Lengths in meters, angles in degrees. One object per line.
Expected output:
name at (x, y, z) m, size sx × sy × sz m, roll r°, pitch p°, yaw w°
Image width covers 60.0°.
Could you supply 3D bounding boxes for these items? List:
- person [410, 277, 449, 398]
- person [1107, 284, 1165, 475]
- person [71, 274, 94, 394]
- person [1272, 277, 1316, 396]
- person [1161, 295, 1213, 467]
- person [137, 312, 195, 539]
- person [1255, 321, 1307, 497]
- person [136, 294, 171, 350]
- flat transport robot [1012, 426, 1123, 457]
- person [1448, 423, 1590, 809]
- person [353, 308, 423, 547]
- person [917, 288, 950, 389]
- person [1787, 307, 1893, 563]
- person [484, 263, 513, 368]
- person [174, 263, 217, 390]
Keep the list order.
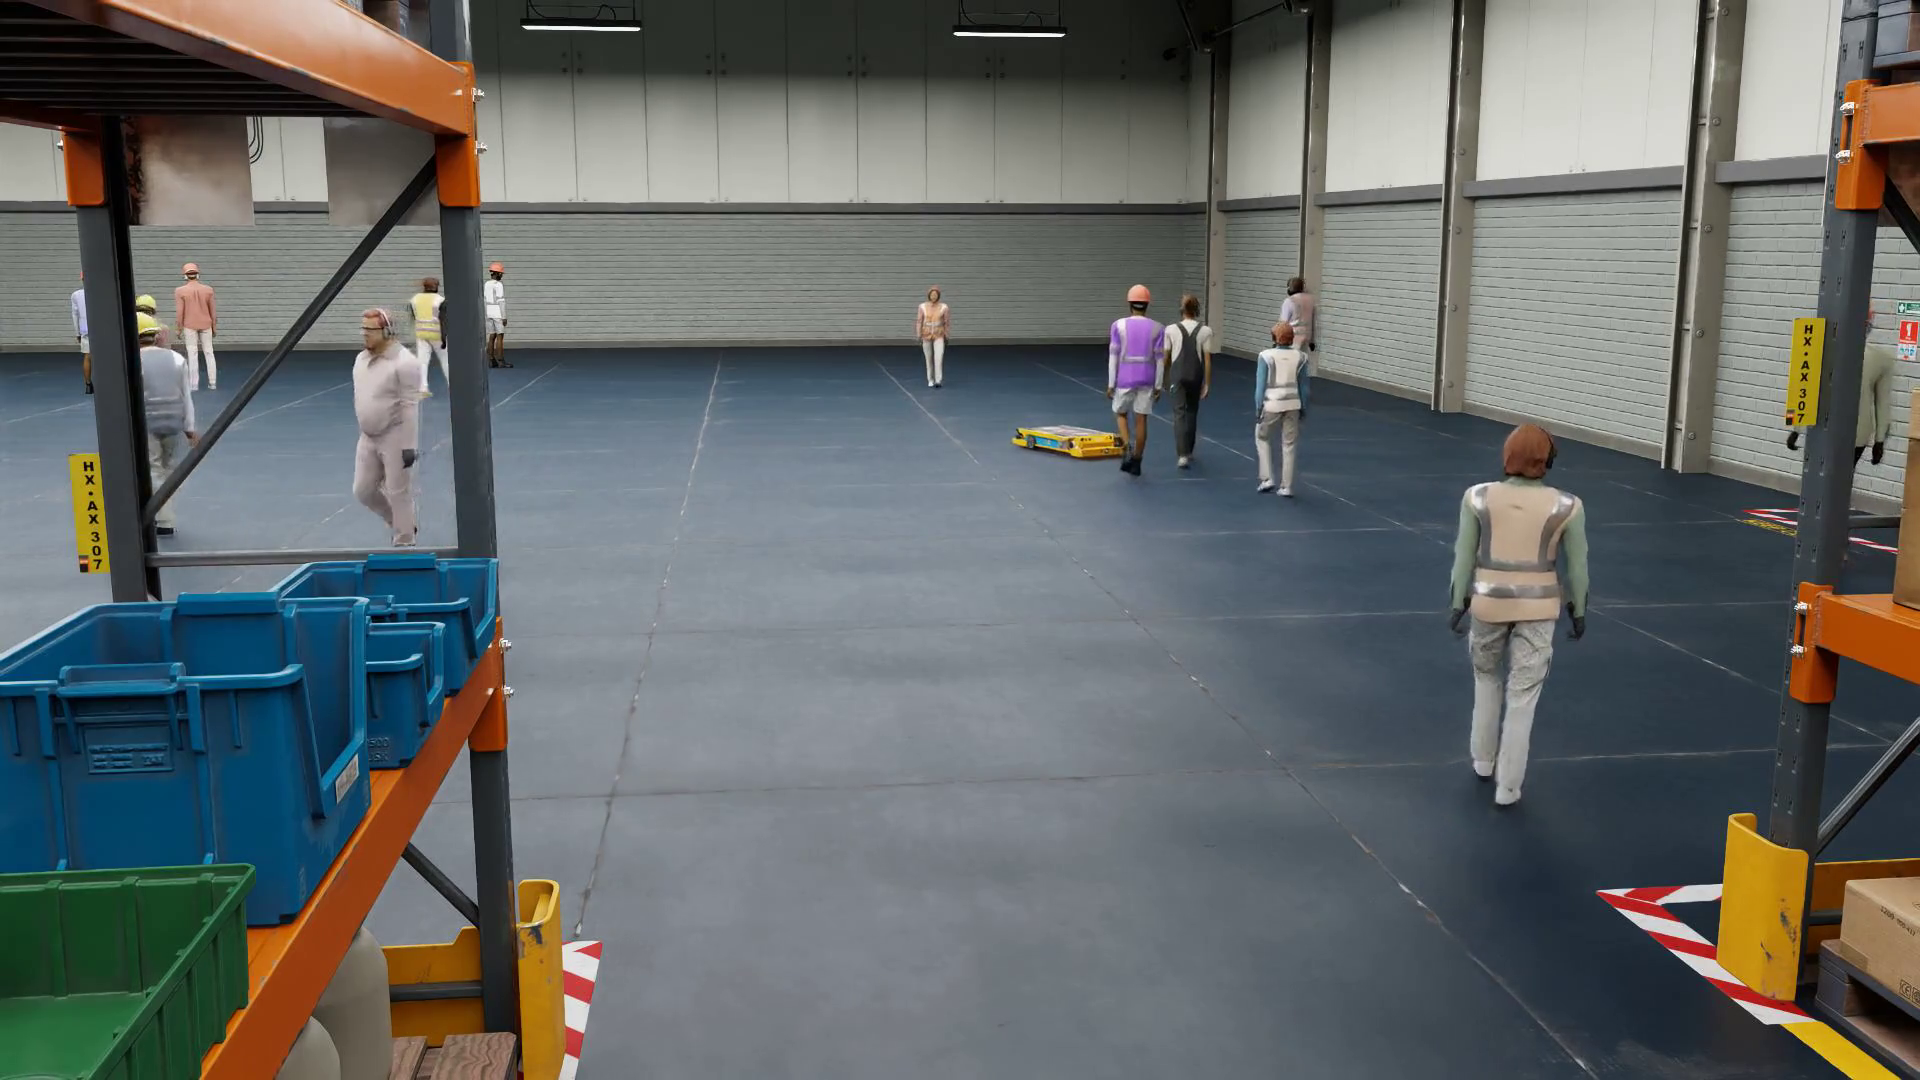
person at (-7.922, -3.066, 25.148) m, size 0.628 × 1.803 × 0.920 m, roll 2°, pitch 11°, yaw 12°
person at (1.775, -1.612, 16.827) m, size 0.578 × 1.922 × 0.405 m, roll 0°, pitch 10°, yaw -1°
person at (-13.285, -3.204, 25.518) m, size 0.552 × 1.935 × 0.360 m, roll 0°, pitch 10°, yaw 2°
person at (4.839, -2.873, 24.015) m, size 0.654 × 1.823 × 0.450 m, roll -10°, pitch 14°, yaw -43°
person at (2.383, -1.676, 17.546) m, size 0.533 × 1.799 × 0.962 m, roll 1°, pitch 10°, yaw 3°
person at (-6.557, -0.923, 13.385) m, size 0.785 × 1.800 × 0.623 m, roll 7°, pitch 13°, yaw 35°
person at (2.965, -1.215, 15.454) m, size 0.549 × 1.622 × 0.493 m, roll -2°, pitch 11°, yaw -13°
person at (-9.457, -1.984, 19.364) m, size 0.533 × 1.738 × 0.741 m, roll -3°, pitch 11°, yaw -17°
flat transport robot at (1.239, -1.124, 18.689) m, size 0.652 × 0.197 × 1.431 m, roll -6°, pitch 12°, yaw -29°
person at (2.406, 0.306, 7.136) m, size 0.552 × 1.613 × 0.665 m, roll 5°, pitch 12°, yaw 26°
person at (-4.148, -0.727, 12.061) m, size 0.644 × 1.896 × 0.449 m, roll 6°, pitch 12°, yaw 28°
person at (-0.430, -3.218, 26.545) m, size 0.511 × 1.593 × 0.864 m, roll 1°, pitch 10°, yaw 5°
person at (6.523, -0.796, 12.309) m, size 0.613 × 1.951 × 1.006 m, roll 1°, pitch 10°, yaw 7°
person at (-8.502, -4.119, 30.563) m, size 0.543 × 1.928 × 0.373 m, roll 9°, pitch 13°, yaw 39°
person at (-12.048, -3.359, 26.239) m, size 0.611 × 1.985 × 0.393 m, roll -9°, pitch 14°, yaw -41°
